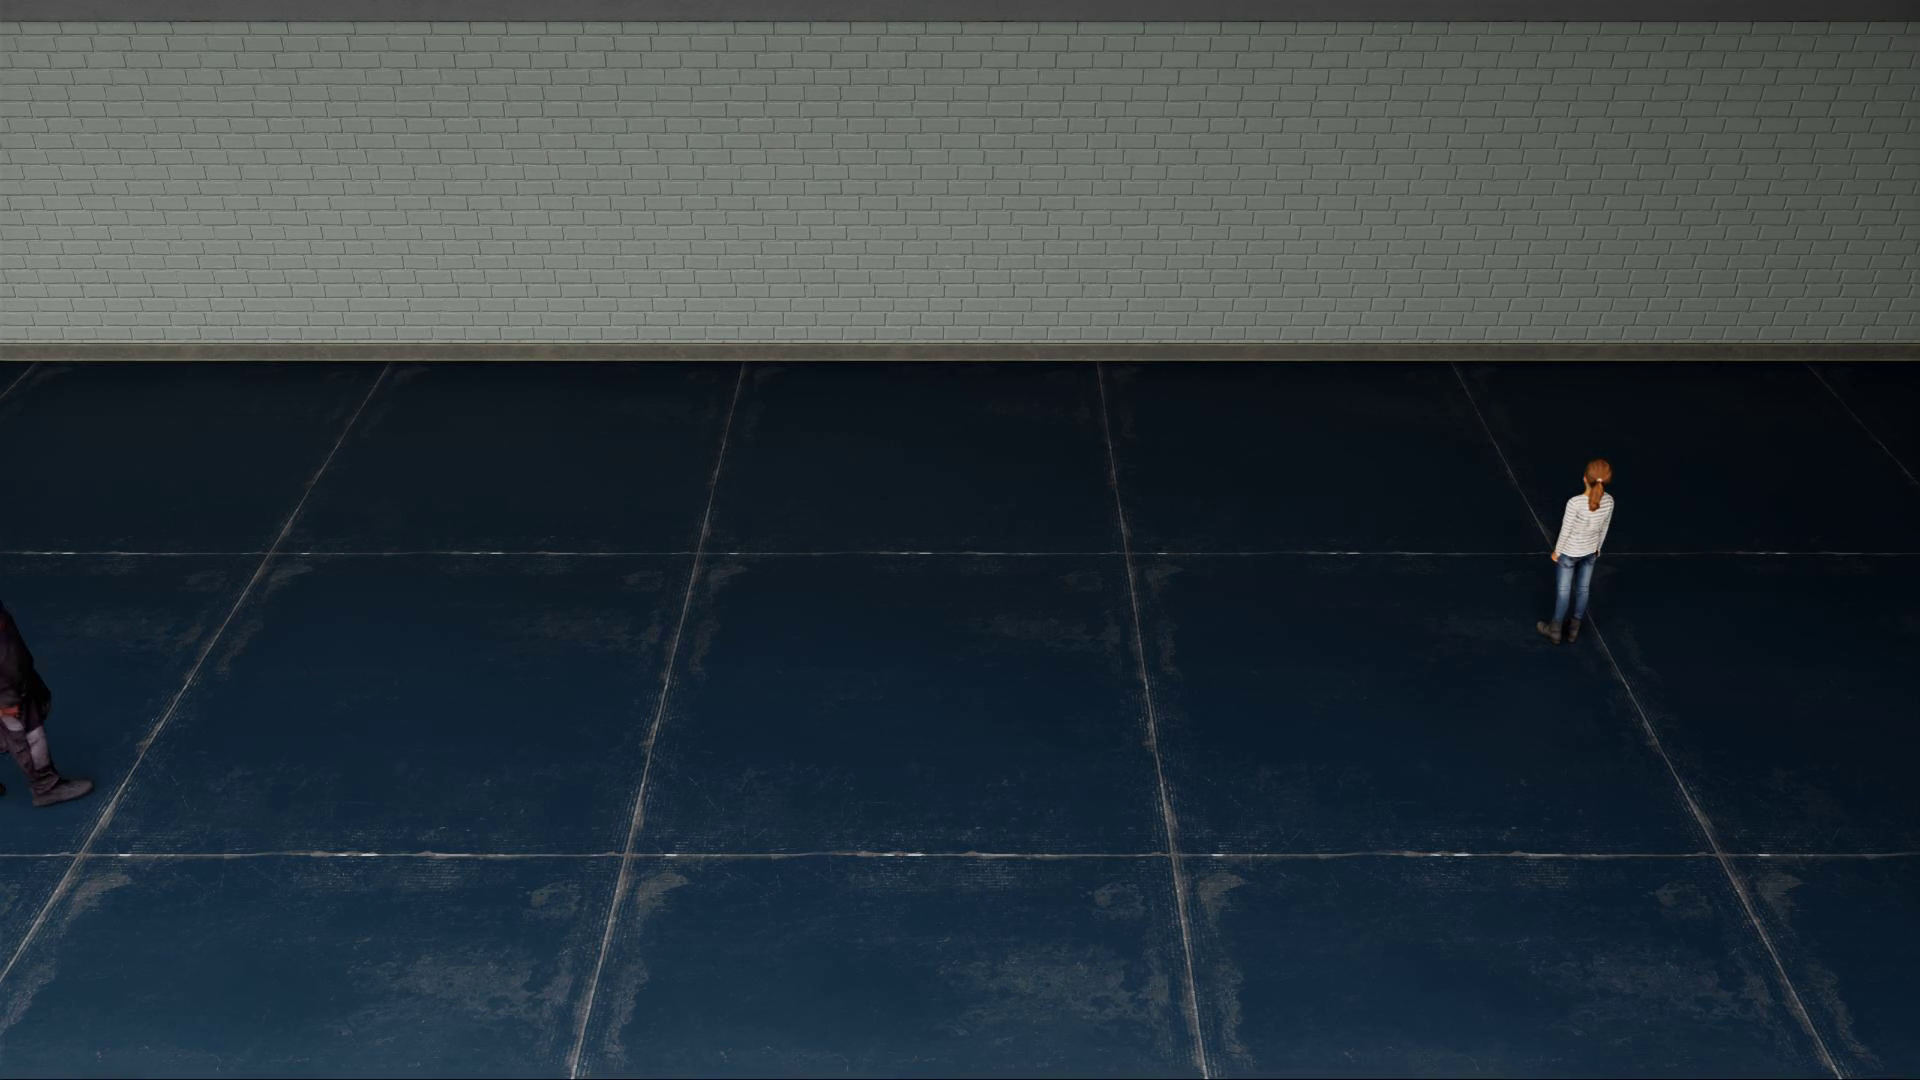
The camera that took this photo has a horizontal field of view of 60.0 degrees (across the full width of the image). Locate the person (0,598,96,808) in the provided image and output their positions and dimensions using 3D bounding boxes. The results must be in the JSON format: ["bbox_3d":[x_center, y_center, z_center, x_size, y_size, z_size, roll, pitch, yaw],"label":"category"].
[{"bbox_3d":[-5.299,0.746,8.972,0.980,1.805,0.977,-15,36,-22],"label":"person"}]

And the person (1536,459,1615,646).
[{"bbox_3d":[3.896,0.075,10.452,0.498,1.316,0.528,-5,33,-8],"label":"person"}]
